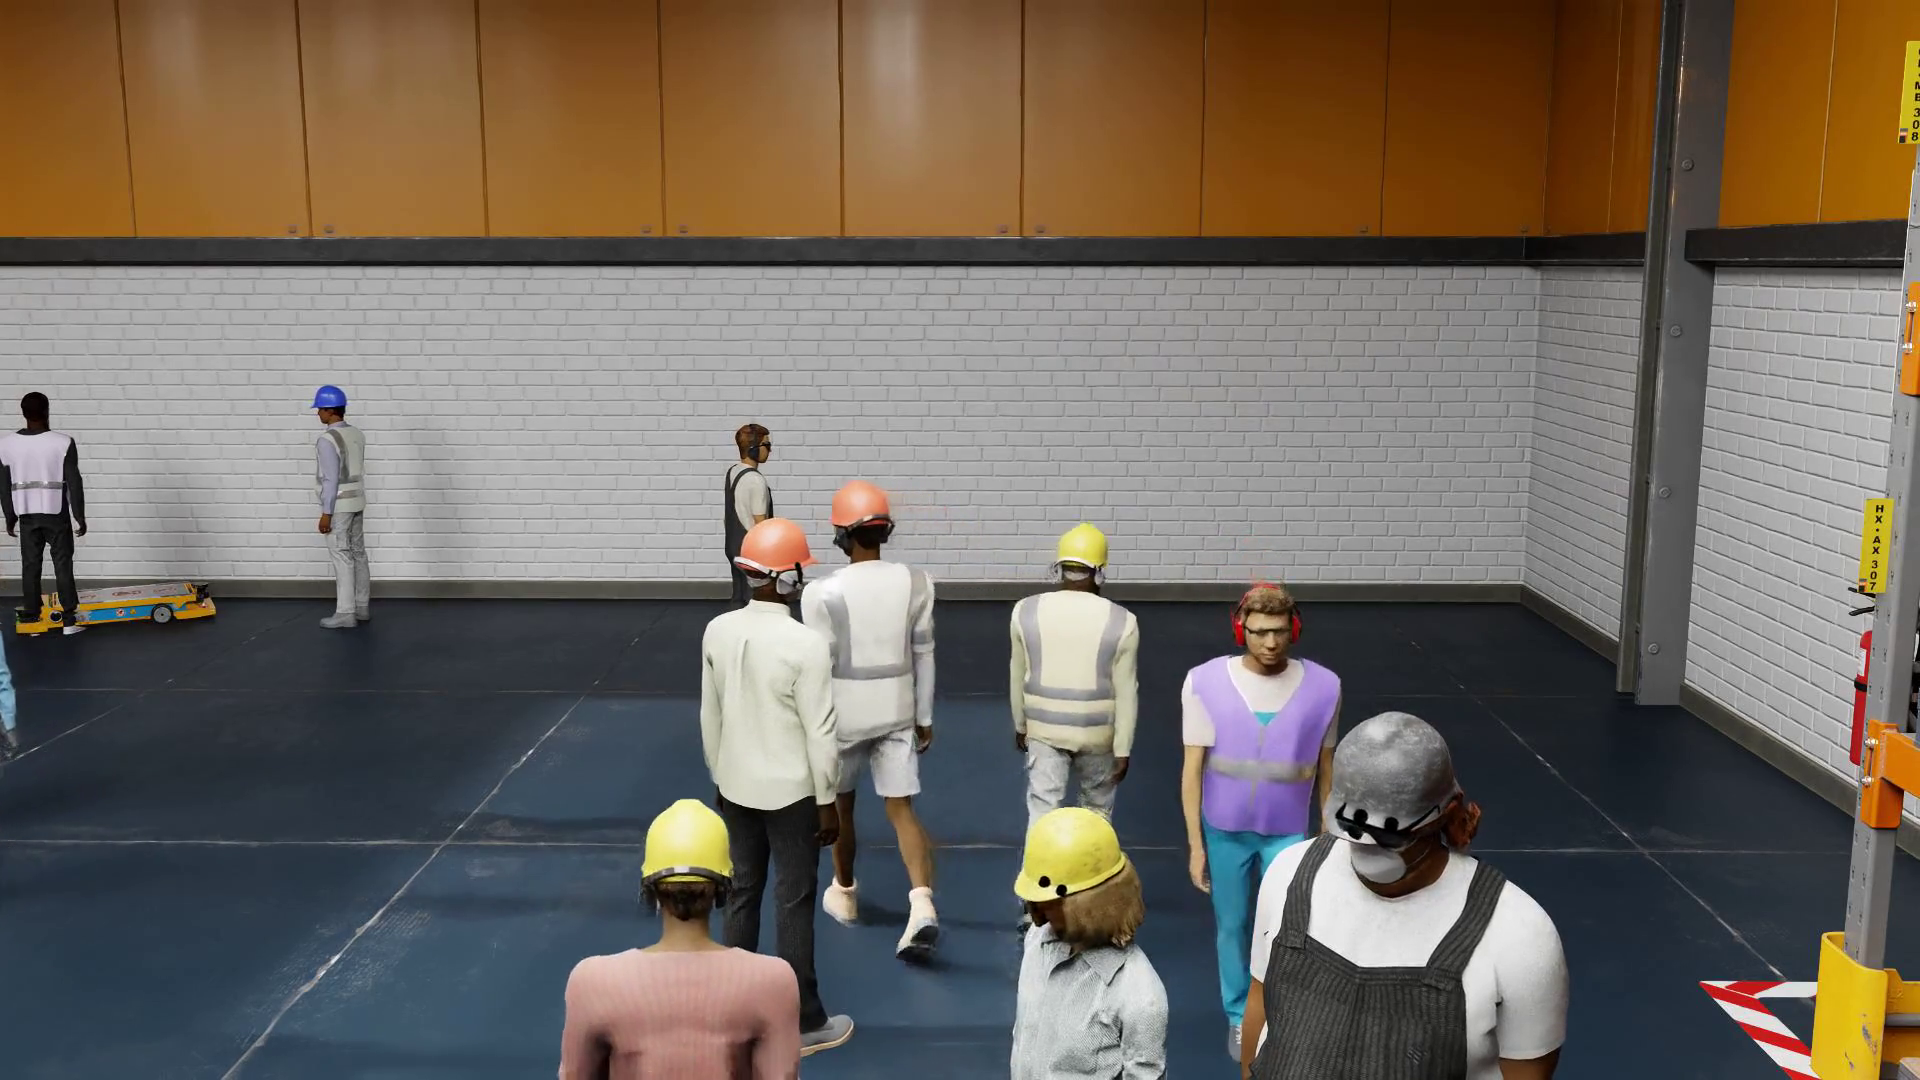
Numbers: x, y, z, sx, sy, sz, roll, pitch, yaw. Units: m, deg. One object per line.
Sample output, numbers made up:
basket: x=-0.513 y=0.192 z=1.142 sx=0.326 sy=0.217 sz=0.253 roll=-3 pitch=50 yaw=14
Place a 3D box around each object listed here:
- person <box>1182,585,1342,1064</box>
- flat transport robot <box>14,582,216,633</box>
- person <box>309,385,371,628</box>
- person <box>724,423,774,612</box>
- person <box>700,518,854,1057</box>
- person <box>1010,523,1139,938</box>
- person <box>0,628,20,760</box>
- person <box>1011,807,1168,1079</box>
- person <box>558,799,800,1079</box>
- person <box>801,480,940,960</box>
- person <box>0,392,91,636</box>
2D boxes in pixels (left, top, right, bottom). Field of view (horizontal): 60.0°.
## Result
person: x=1.048 y=1.063 z=5.801 sx=0.563 sy=1.804 sz=0.911 roll=1 pitch=10 yaw=6
flat transport robot: x=-6.878 y=0.536 z=13.555 sx=1.431 sy=0.197 sz=0.652 roll=-5 pitch=11 yaw=-28
person: x=-4.985 y=-0.271 z=13.381 sx=0.396 sy=1.944 sz=0.614 roll=1 pitch=10 yaw=5
person: x=-1.418 y=0.130 z=11.280 sx=0.326 sy=1.843 sz=0.517 roll=-6 pitch=11 yaw=-33
person: x=-0.685 y=0.908 z=6.170 sx=0.613 sy=1.995 sz=0.390 roll=7 pitch=12 yaw=37
person: x=0.485 y=0.824 z=7.254 sx=0.584 sy=1.804 sz=0.868 roll=2 pitch=10 yaw=12
person: x=-4.485 y=0.895 z=7.338 sx=0.546 sy=1.618 sz=0.523 roll=-3 pitch=10 yaw=-15
person: x=0.256 y=1.438 z=3.775 sx=0.305 sy=1.736 sz=0.484 roll=-6 pitch=11 yaw=-33
person: x=-0.642 y=1.437 z=3.830 sx=0.535 sy=1.720 sz=0.913 roll=-2 pitch=10 yaw=-14
person: x=-0.364 y=0.753 z=7.042 sx=0.613 sy=2.015 sz=0.946 roll=-4 pitch=10 yaw=-23
person: x=-7.176 y=-0.198 z=13.029 sx=0.596 sy=1.917 sz=0.381 roll=-2 pitch=10 yaw=-10
